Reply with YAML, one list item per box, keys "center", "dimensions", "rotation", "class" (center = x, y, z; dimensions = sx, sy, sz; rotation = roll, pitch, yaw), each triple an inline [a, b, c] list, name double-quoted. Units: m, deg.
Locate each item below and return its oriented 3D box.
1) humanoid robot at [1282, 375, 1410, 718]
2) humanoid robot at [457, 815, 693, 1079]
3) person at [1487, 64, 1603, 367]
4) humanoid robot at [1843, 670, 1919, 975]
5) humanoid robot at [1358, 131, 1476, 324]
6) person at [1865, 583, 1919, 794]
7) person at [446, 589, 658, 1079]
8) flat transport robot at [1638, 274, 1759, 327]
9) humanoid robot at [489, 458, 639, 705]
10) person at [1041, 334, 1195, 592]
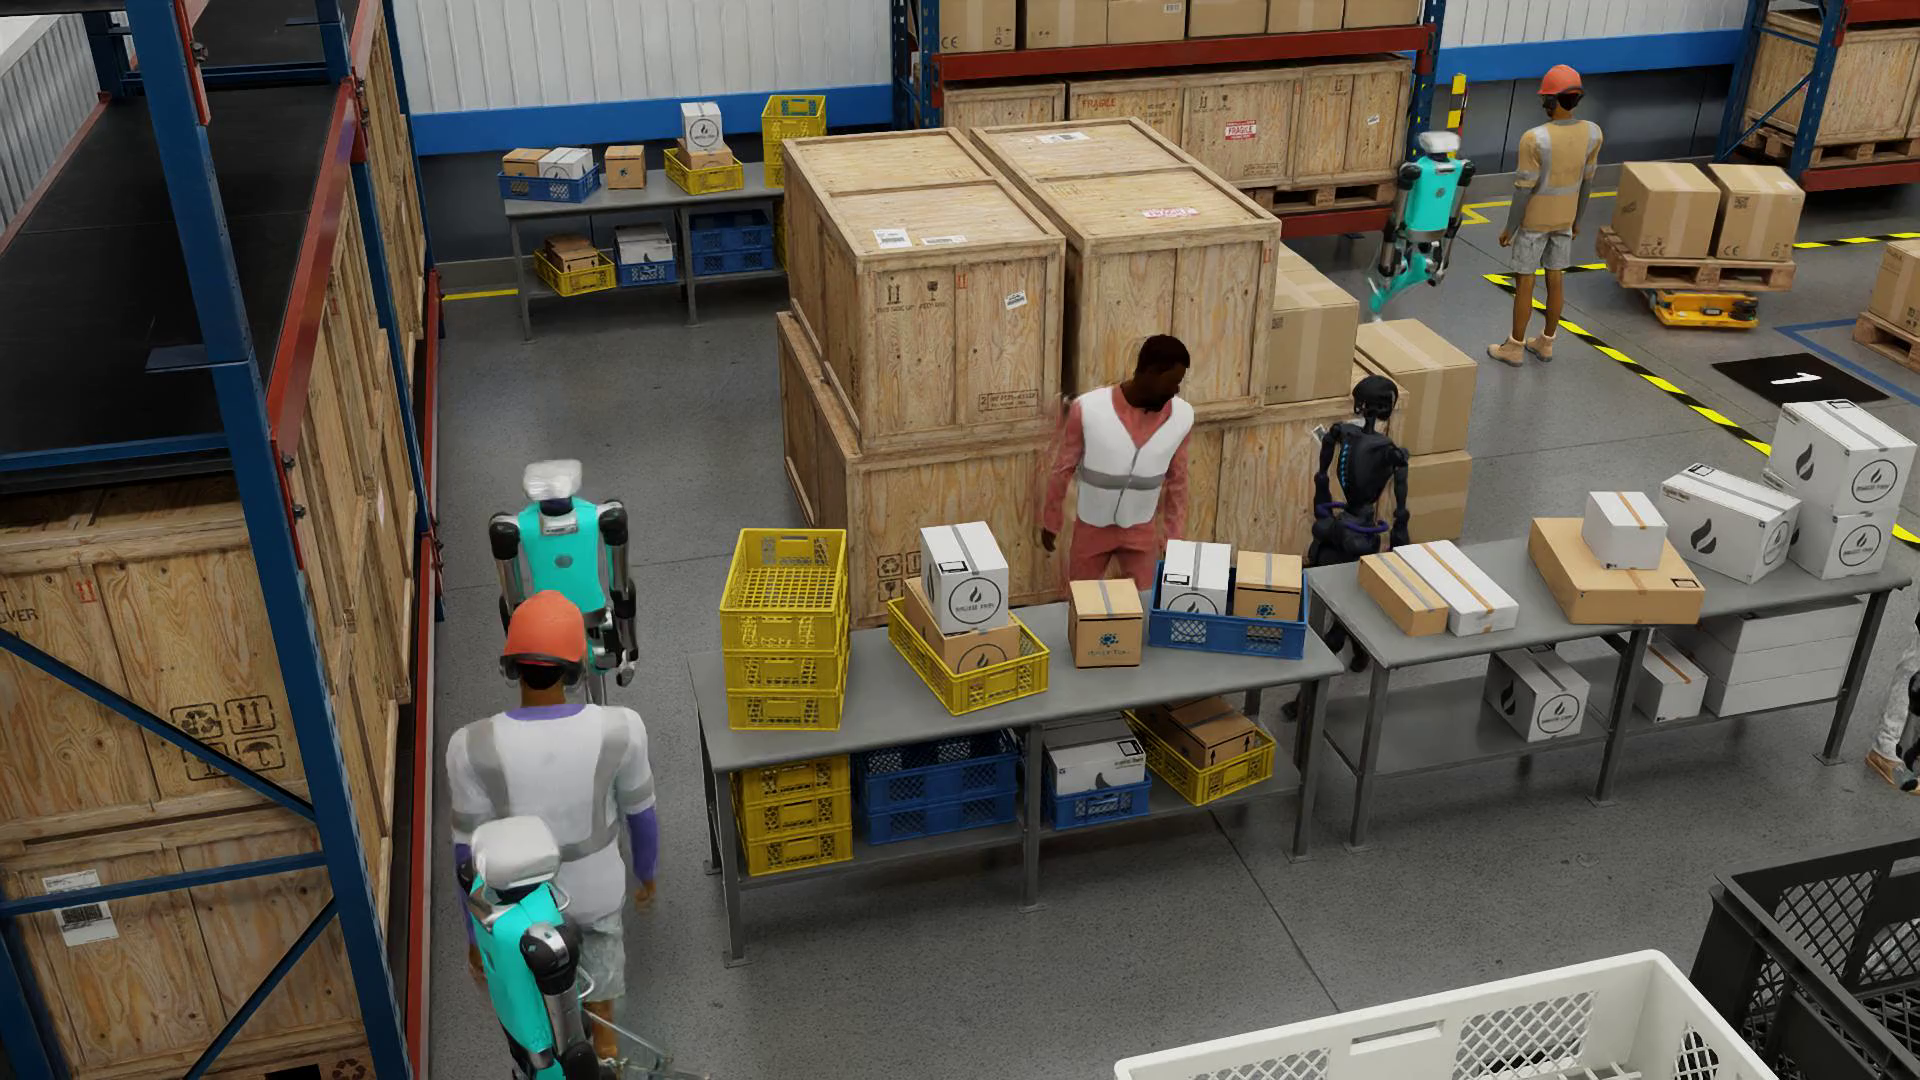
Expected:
- center: [1.833, 0.018, 7.661]
  dimensions: [0.798, 1.619, 0.600]
  rotation: [-17, 33, -29]
  class: "humanoid robot"
- center: [-0.974, 1.501, 4.883]
  dimensions: [0.742, 1.815, 0.553]
  rotation: [-21, 35, -33]
  class: "humanoid robot"
- center: [3.928, -2.165, 11.214]
  dimensions: [0.605, 2.039, 0.385]
  rotation: [-9, 30, -15]
  class: "person"
- center: [3.871, 0.835, 6.140]
  dimensions: [1.036, 1.780, 0.531]
  rotation: [-11, 31, -20]
  class: "humanoid robot"
- center: [2.896, -1.945, 11.144]
  dimensions: [0.555, 1.765, 0.967]
  rotation: [-9, 30, -16]
  class: "humanoid robot"
- center: [4.316, 0.240, 7.063]
  dimensions: [0.622, 1.837, 0.429]
  rotation: [-10, 30, -18]
  class: "person"
- center: [-1.276, 1.097, 5.353]
  dimensions: [0.631, 1.971, 1.081]
  rotation: [-6, 29, -11]
  class: "person"
- center: [5.511, -1.965, 12.654]
  dimensions: [0.652, 0.197, 1.431]
  rotation: [2, 29, 4]
  class: "flat transport robot"
- center: [-1.642, 0.351, 7.004]
  dimensions: [0.531, 1.779, 1.008]
  rotation: [-8, 30, -14]
  class: "humanoid robot"
- center: [0.661, -0.074, 7.595]
  dimensions: [0.736, 1.877, 0.379]
  rotation: [-5, 29, -9]
  class: "person"
